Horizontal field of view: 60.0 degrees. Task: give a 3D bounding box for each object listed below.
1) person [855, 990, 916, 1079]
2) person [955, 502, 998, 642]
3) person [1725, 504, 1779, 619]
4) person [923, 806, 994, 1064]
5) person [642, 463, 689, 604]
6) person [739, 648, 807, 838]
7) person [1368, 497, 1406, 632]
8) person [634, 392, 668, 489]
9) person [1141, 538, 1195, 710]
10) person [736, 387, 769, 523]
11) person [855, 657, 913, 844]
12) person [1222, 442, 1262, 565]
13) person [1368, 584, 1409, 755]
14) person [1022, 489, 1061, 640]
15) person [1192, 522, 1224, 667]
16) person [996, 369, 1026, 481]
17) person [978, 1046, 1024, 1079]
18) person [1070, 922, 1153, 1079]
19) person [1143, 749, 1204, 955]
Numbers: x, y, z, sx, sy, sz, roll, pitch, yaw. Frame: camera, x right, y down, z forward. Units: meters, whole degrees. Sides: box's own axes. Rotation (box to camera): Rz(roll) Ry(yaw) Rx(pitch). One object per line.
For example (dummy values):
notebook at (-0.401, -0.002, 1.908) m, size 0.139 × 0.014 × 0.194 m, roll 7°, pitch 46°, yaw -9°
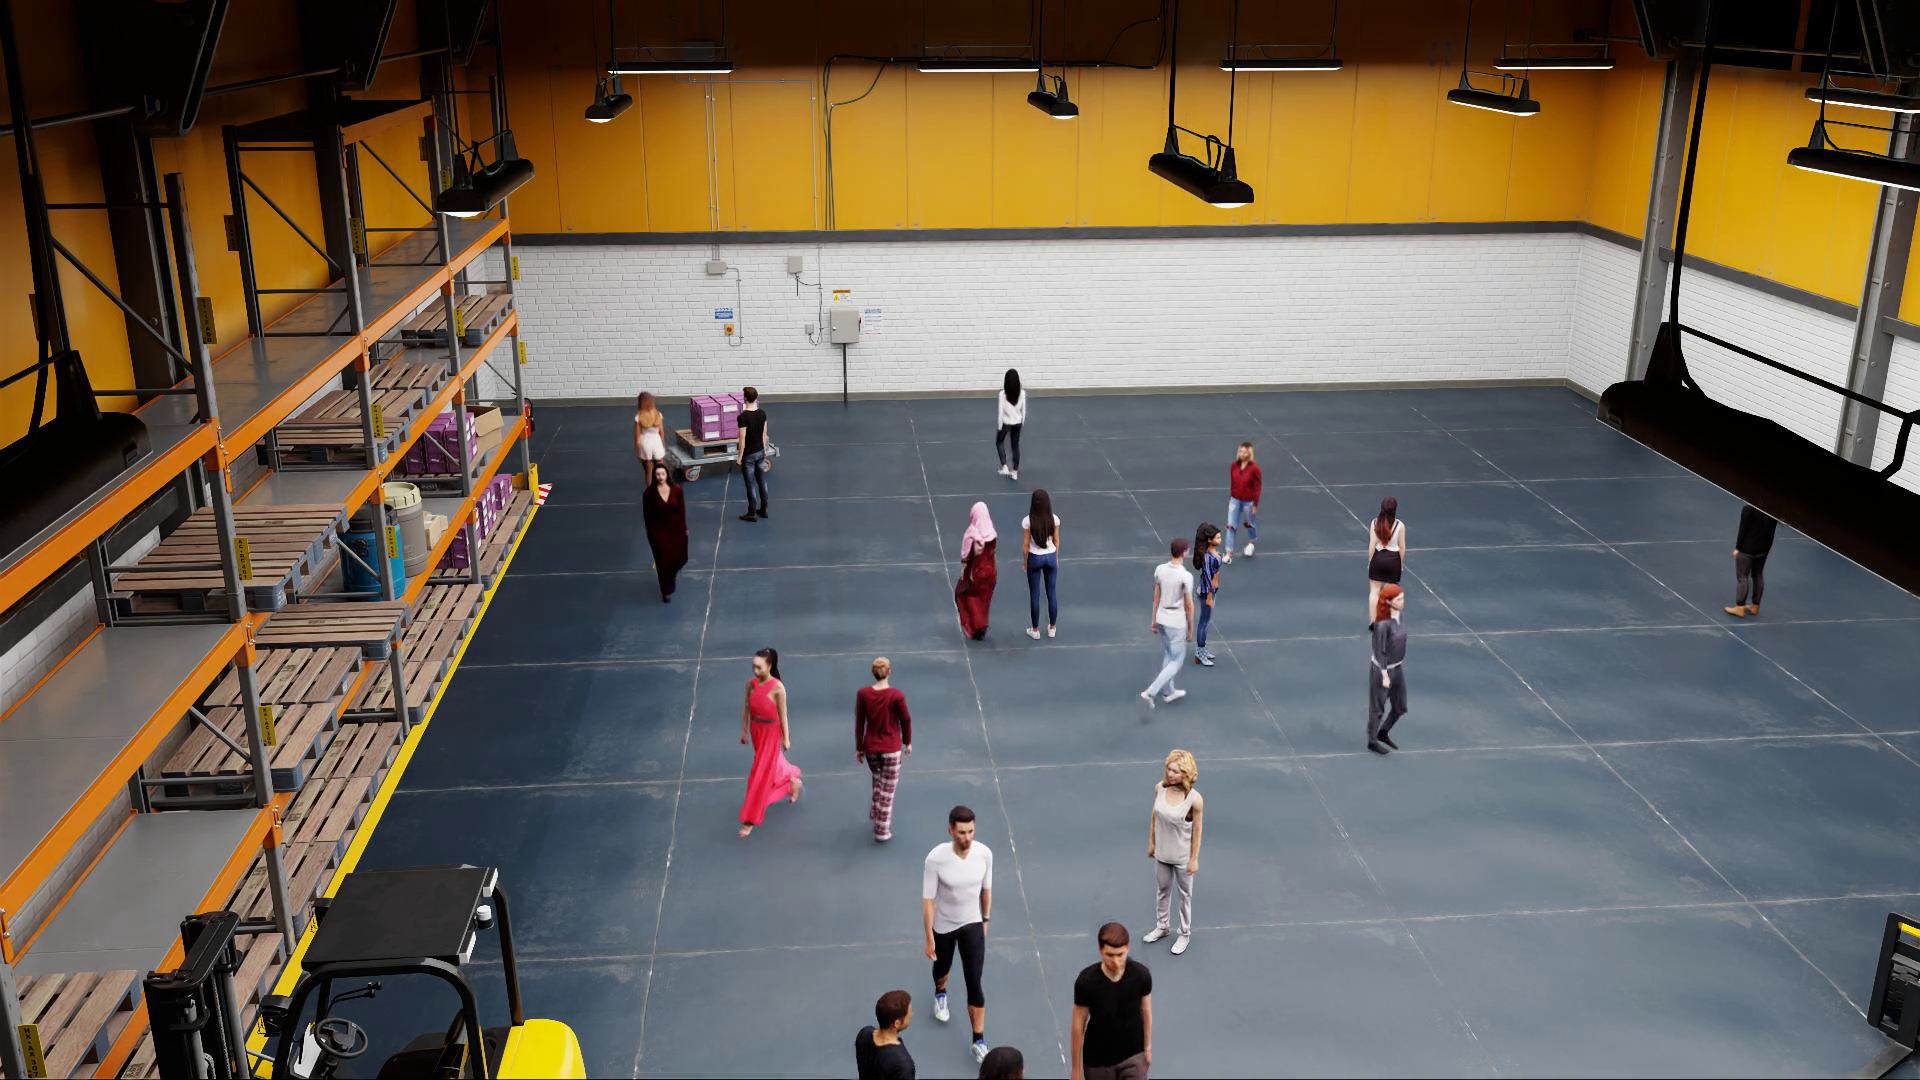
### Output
person at (-0.510, 3.452, 9.547) m, size 1.050 × 1.813 × 1.088 m, roll 17°, pitch 25°, yaw 40°
person at (0.260, 0.392, 18.940) m, size 0.778 × 1.618 × 0.822 m, roll -11°, pitch 22°, yaw -30°
person at (9.420, 0.067, 19.740) m, size 0.679 × 1.722 × 0.568 m, roll -4°, pitch 19°, yaw -13°
person at (-0.058, 2.698, 11.801) m, size 0.787 × 1.803 × 1.246 m, roll -4°, pitch 19°, yaw -11°
person at (-3.586, -0.112, 20.238) m, size 0.788 × 1.744 × 0.874 m, roll -7°, pitch 20°, yaw -19°
person at (-1.665, 1.750, 14.817) m, size 1.056 × 1.675 × 1.211 m, roll 12°, pitch 22°, yaw 32°
person at (4.910, 0.287, 19.202) m, size 0.617 × 1.649 × 0.615 m, roll 5°, pitch 19°, yaw 15°
person at (-4.400, -1.274, 23.779) m, size 0.692 × 1.688 × 0.761 m, roll -7°, pitch 20°, yaw -20°
person at (2.121, 0.900, 17.104) m, size 1.076 × 1.826 × 1.087 m, roll -17°, pitch 25°, yaw -41°
person at (-2.899, -1.212, 23.265) m, size 0.809 × 1.896 × 0.758 m, roll 16°, pitch 24°, yaw 39°
person at (-0.703, 1.848, 14.512) m, size 0.766 × 1.685 × 0.854 m, roll 7°, pitch 20°, yaw 19°
person at (3.720, -0.486, 21.605) m, size 1.040 × 1.581 × 1.170 m, roll 12°, pitch 22°, yaw 31°
person at (4.071, 1.252, 16.161) m, size 0.747 × 1.762 × 0.697 m, roll 17°, pitch 25°, yaw 41°
person at (0.941, 0.271, 19.053) m, size 0.606 × 1.775 × 0.544 m, roll -3°, pitch 19°, yaw -10°
person at (2.733, 0.586, 18.364) m, size 0.738 × 1.617 × 0.598 m, roll 5°, pitch 19°, yaw 14°
person at (0.799, -1.729, 25.130) m, size 0.718 × 1.687 × 0.725 m, roll -8°, pitch 20°, yaw -22°
person at (0.237, 3.586, 9.296) m, size 0.818 × 1.720 × 0.633 m, roll -7°, pitch 20°, yaw -20°
person at (0.943, 3.150, 10.395) m, size 0.686 × 1.845 × 0.718 m, roll -2°, pitch 19°, yaw -6°
person at (1.681, 2.393, 12.914) m, size 0.680 × 1.671 × 0.740 m, roll 15°, pitch 24°, yaw 38°
